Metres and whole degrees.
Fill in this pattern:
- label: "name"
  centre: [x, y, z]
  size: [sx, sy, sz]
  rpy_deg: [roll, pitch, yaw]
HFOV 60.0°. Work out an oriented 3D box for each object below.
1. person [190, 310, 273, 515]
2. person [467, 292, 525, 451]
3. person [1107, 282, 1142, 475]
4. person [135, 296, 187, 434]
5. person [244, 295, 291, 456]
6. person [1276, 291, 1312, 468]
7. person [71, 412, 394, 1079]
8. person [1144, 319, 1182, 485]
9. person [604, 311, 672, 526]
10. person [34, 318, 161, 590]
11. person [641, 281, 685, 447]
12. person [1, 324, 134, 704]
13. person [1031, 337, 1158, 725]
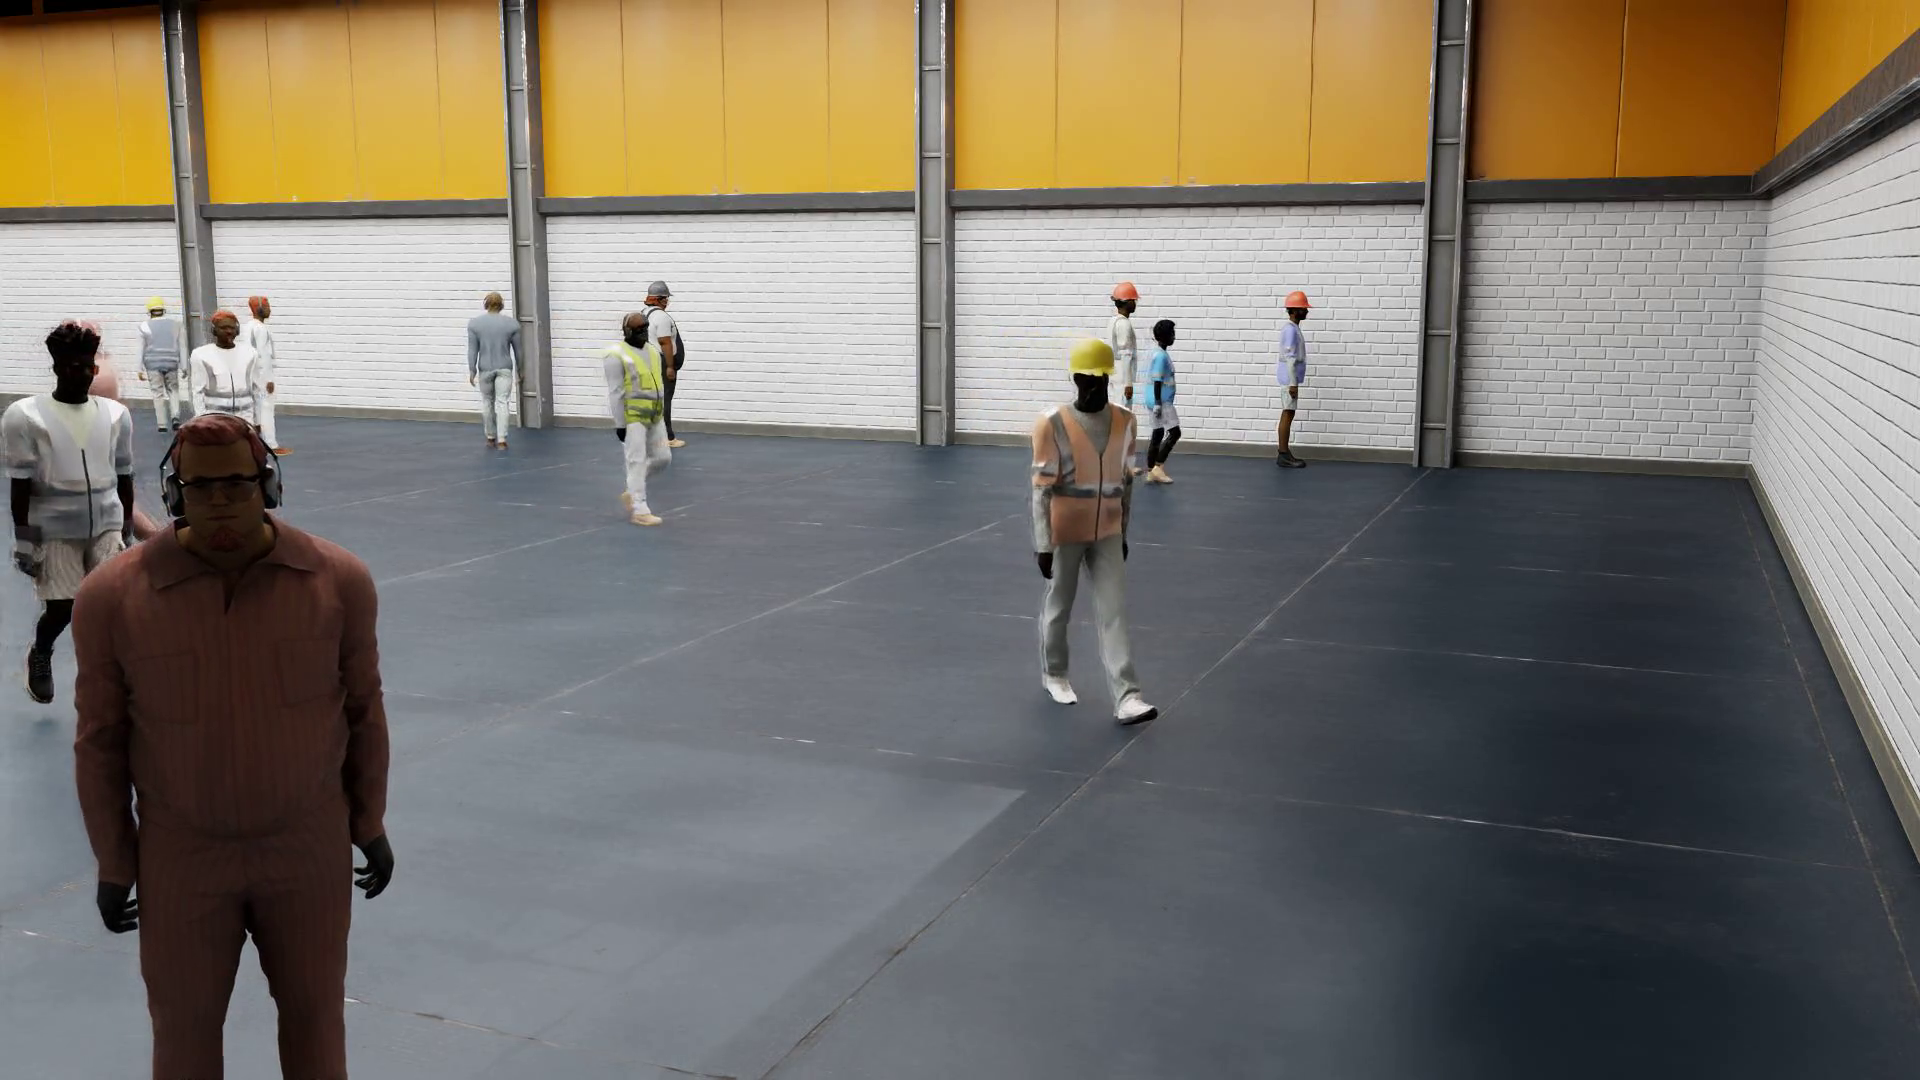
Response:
- label: "person"
  centre: [-6.126, -1.003, 14.021]
  size: [0.589, 1.841, 0.941]
  rpy_deg: [-8, 12, -39]
- label: "person"
  centre: [-5.637, -2.057, 20.263]
  size: [0.659, 1.885, 0.997]
  rpy_deg: [-2, 10, -12]
- label: "person"
  centre: [1.756, -1.716, 17.729]
  size: [0.372, 2.043, 0.615]
  rpy_deg: [-1, 9, -7]
- label: "person"
  centre: [-10.513, -2.292, 21.880]
  size: [0.617, 1.821, 0.426]
  rpy_deg: [-8, 12, -39]
- label: "person"
  centre: [-8.145, -1.912, 19.435]
  size: [0.358, 1.885, 0.580]
  rpy_deg: [-8, 12, -40]
- label: "person"
  centre: [3.684, -1.770, 18.374]
  size: [0.361, 1.940, 0.543]
  rpy_deg: [2, 9, 9]
- label: "person"
  centre: [-1.586, 0.668, 3.699]
  size: [0.644, 1.907, 0.399]
  rpy_deg: [-5, 11, -28]
- label: "person"
  centre: [2.068, -1.386, 16.822]
  size: [0.401, 1.686, 0.540]
  rpy_deg: [0, 9, 2]
- label: "person"
  centre: [-2.753, -1.035, 14.243]
  size: [0.433, 1.832, 0.654]
  rpy_deg: [5, 11, 30]
- label: "person"
  centre: [-5.938, -0.603, 11.525]
  size: [0.899, 1.873, 0.639]
  rpy_deg: [-5, 11, -30]
- label: "person"
  centre: [-3.650, -2.163, 20.447]
  size: [0.535, 2.000, 0.674]
  rpy_deg: [-7, 12, -37]
- label: "person"
  centre: [-4.321, -0.074, 8.068]
  size: [0.603, 1.946, 0.618]
  rpy_deg: [8, 12, 39]
- label: "person"
  centre: [0.634, -0.046, 8.126]
  size: [0.607, 1.868, 1.004]
  rpy_deg: [-4, 10, -22]
